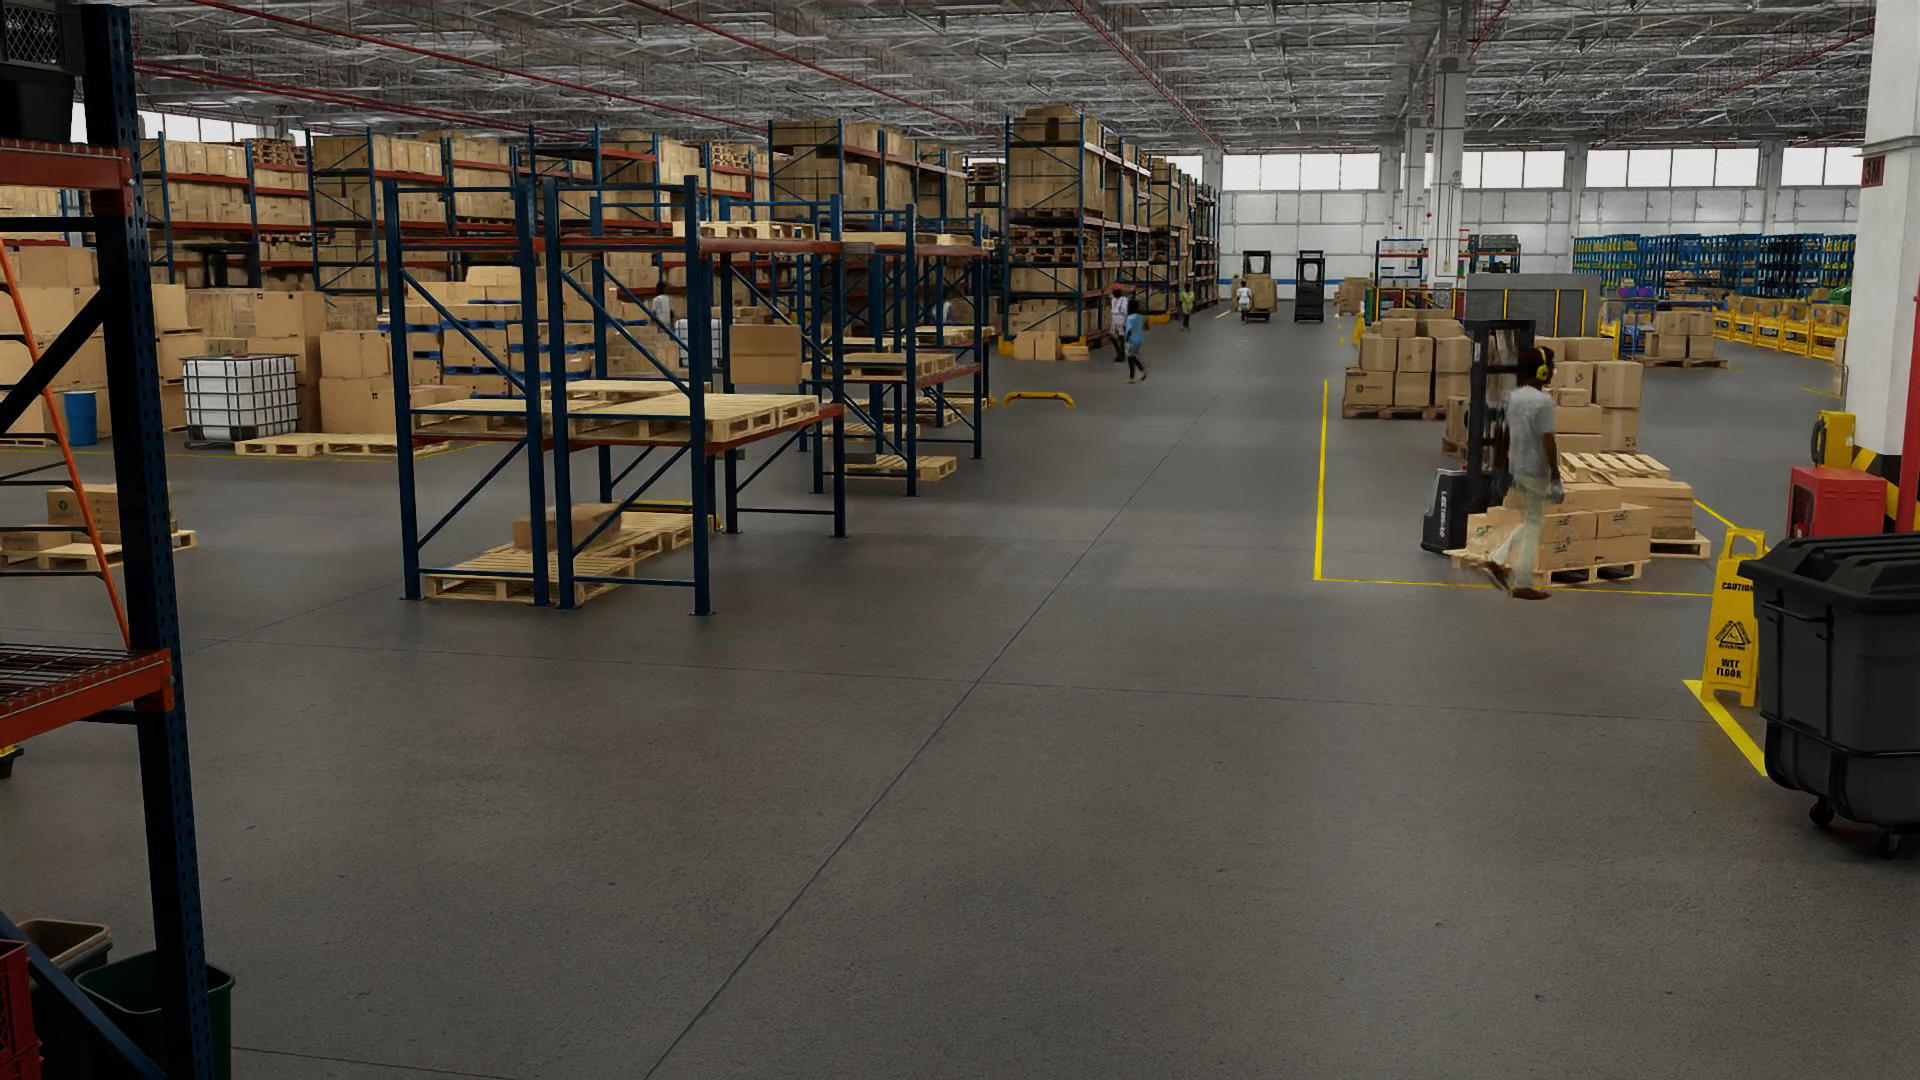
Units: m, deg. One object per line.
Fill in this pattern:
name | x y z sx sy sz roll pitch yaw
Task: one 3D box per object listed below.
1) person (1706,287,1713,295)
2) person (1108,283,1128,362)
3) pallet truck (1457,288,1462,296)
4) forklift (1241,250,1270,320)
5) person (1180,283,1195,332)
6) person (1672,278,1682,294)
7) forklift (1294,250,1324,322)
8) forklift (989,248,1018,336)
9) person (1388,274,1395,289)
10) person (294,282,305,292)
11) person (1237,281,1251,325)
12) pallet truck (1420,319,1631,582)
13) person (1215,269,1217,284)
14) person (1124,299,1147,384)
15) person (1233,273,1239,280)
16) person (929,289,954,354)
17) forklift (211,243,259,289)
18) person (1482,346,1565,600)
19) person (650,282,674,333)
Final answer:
person | 39.816 -13.331 88.280 0.432 1.817 0.622 0 10 2
person | 3.816 -5.218 40.013 0.455 1.902 0.625 -7 12 -34
pallet truck | 20.506 -9.785 68.819 0.653 1.274 1.630 2 10 12
forklift | 12.113 -10.412 67.863 1.129 2.768 1.873 2 10 12
person | 7.773 -7.982 57.059 0.536 1.666 0.808 -3 10 -18
person | 31.677 -10.860 73.449 0.463 1.892 0.645 2 10 9
forklift | 13.778 -10.002 65.433 1.129 2.768 1.873 2 10 12
forklift | 1.206 -7.639 51.443 1.129 2.768 1.873 2 10 12
person | 19.299 -10.996 74.515 0.834 1.803 0.599 3 10 18
person | -17.181 -5.792 43.425 0.439 1.890 0.682 1 10 6
person | 10.724 -8.952 62.782 0.547 1.660 0.748 2 10 11
pallet truck | 4.543 -0.757 13.299 0.823 1.965 1.885 -4 10 -22
person | 14.197 -14.178 93.027 0.437 1.910 0.580 0 10 -1
person | 3.455 -3.942 33.098 0.371 1.685 0.535 6 11 30
person | 15.159 -13.780 91.187 0.376 1.728 0.513 9 13 43
person | -0.460 -4.404 35.273 0.986 1.864 0.623 -9 13 -42
forklift | -15.711 -5.077 36.267 1.129 2.768 1.873 2 10 12
person | 4.127 -0.467 12.002 0.434 1.856 0.519 -2 10 -12
person | -7.340 -5.395 41.015 0.994 1.920 0.619 7 12 35
